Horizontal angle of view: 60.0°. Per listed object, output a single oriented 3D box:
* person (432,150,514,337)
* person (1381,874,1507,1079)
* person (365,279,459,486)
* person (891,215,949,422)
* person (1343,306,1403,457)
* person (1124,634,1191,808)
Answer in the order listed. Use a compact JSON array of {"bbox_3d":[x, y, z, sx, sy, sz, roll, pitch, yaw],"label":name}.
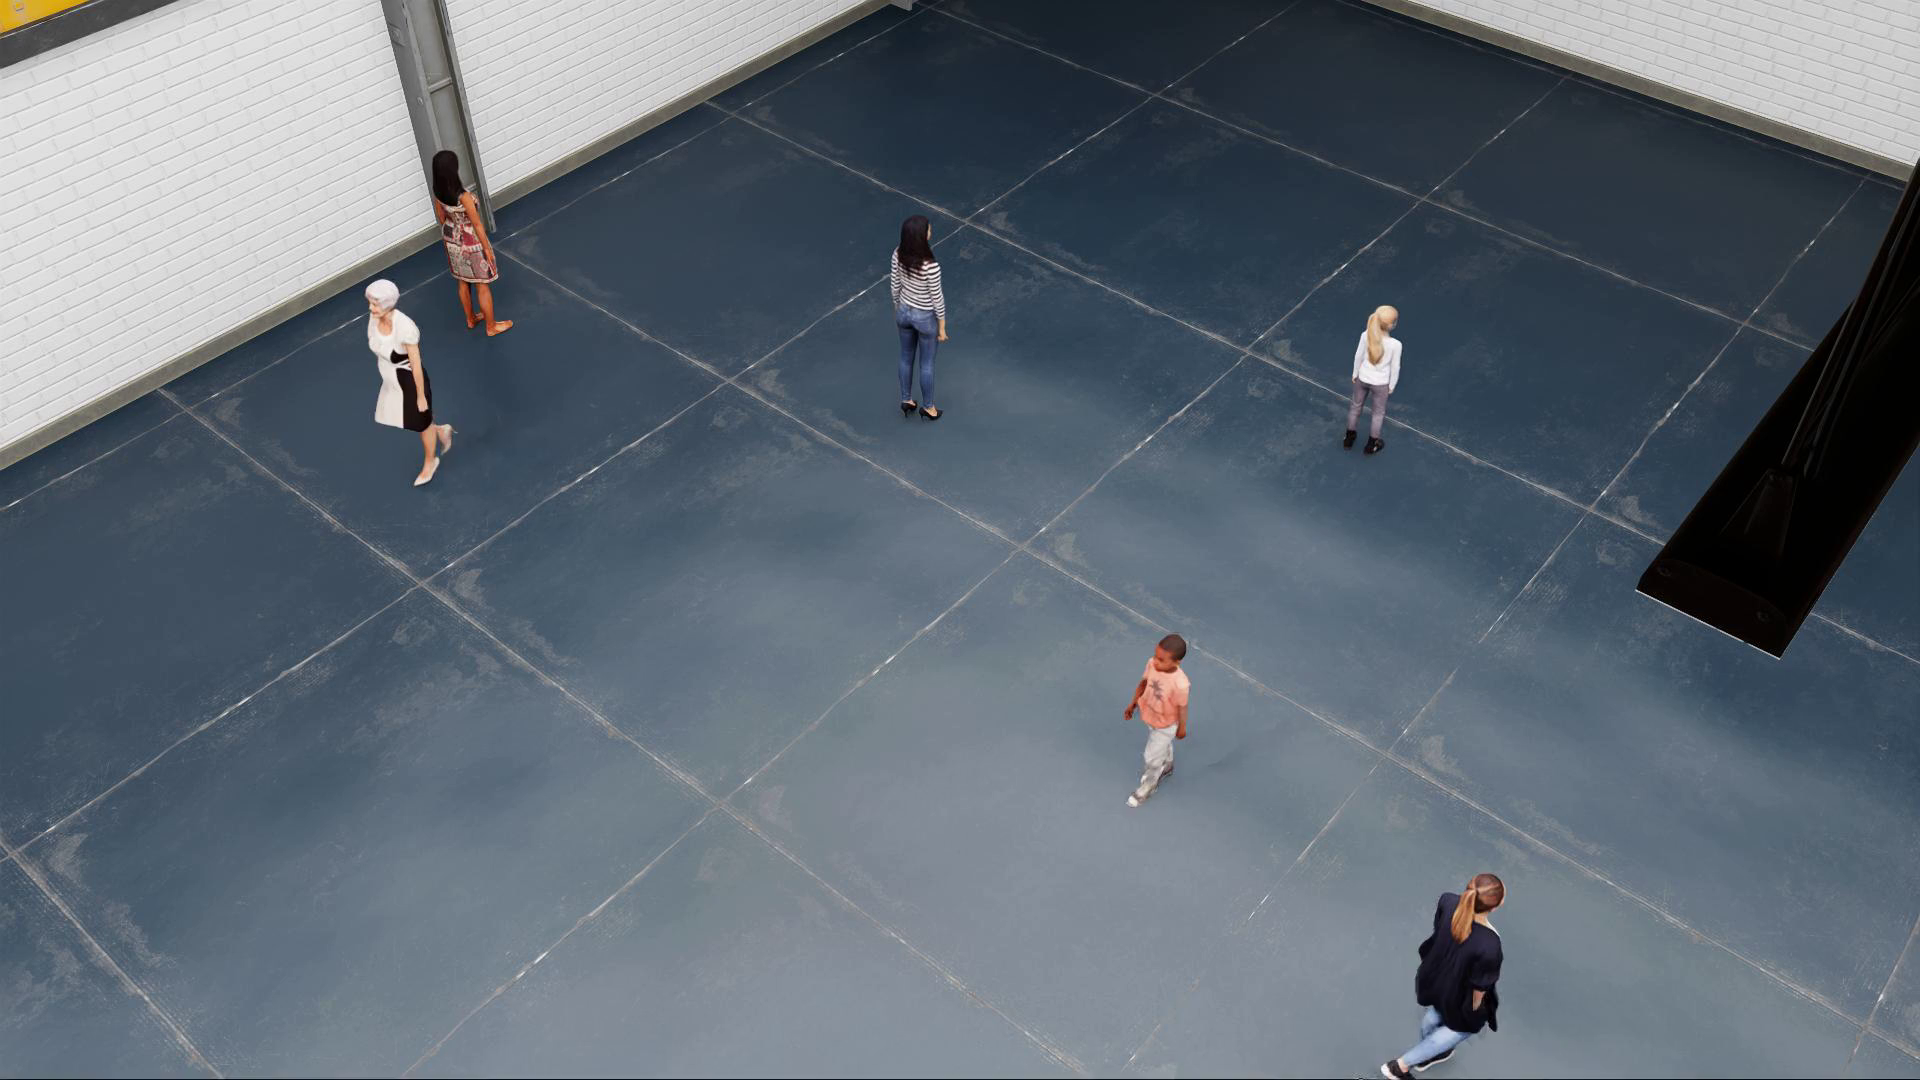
[{"bbox_3d":[-3.957,-2.377,13.303,0.679,1.645,0.572,23,48,22],"label":"person"},{"bbox_3d":[2.424,2.268,8.408,0.899,1.672,0.806,-16,46,-16],"label":"person"},{"bbox_3d":[-3.909,-1.161,11.954,0.661,1.745,0.778,28,50,26],"label":"person"},{"bbox_3d":[-0.314,-1.635,12.415,0.597,1.797,0.503,25,49,24],"label":"person"},{"bbox_3d":[3.062,-1.185,12.318,0.505,1.278,0.511,24,49,23],"label":"person"},{"bbox_3d":[1.261,1.018,9.991,0.702,1.298,0.600,-20,47,-20],"label":"person"}]
